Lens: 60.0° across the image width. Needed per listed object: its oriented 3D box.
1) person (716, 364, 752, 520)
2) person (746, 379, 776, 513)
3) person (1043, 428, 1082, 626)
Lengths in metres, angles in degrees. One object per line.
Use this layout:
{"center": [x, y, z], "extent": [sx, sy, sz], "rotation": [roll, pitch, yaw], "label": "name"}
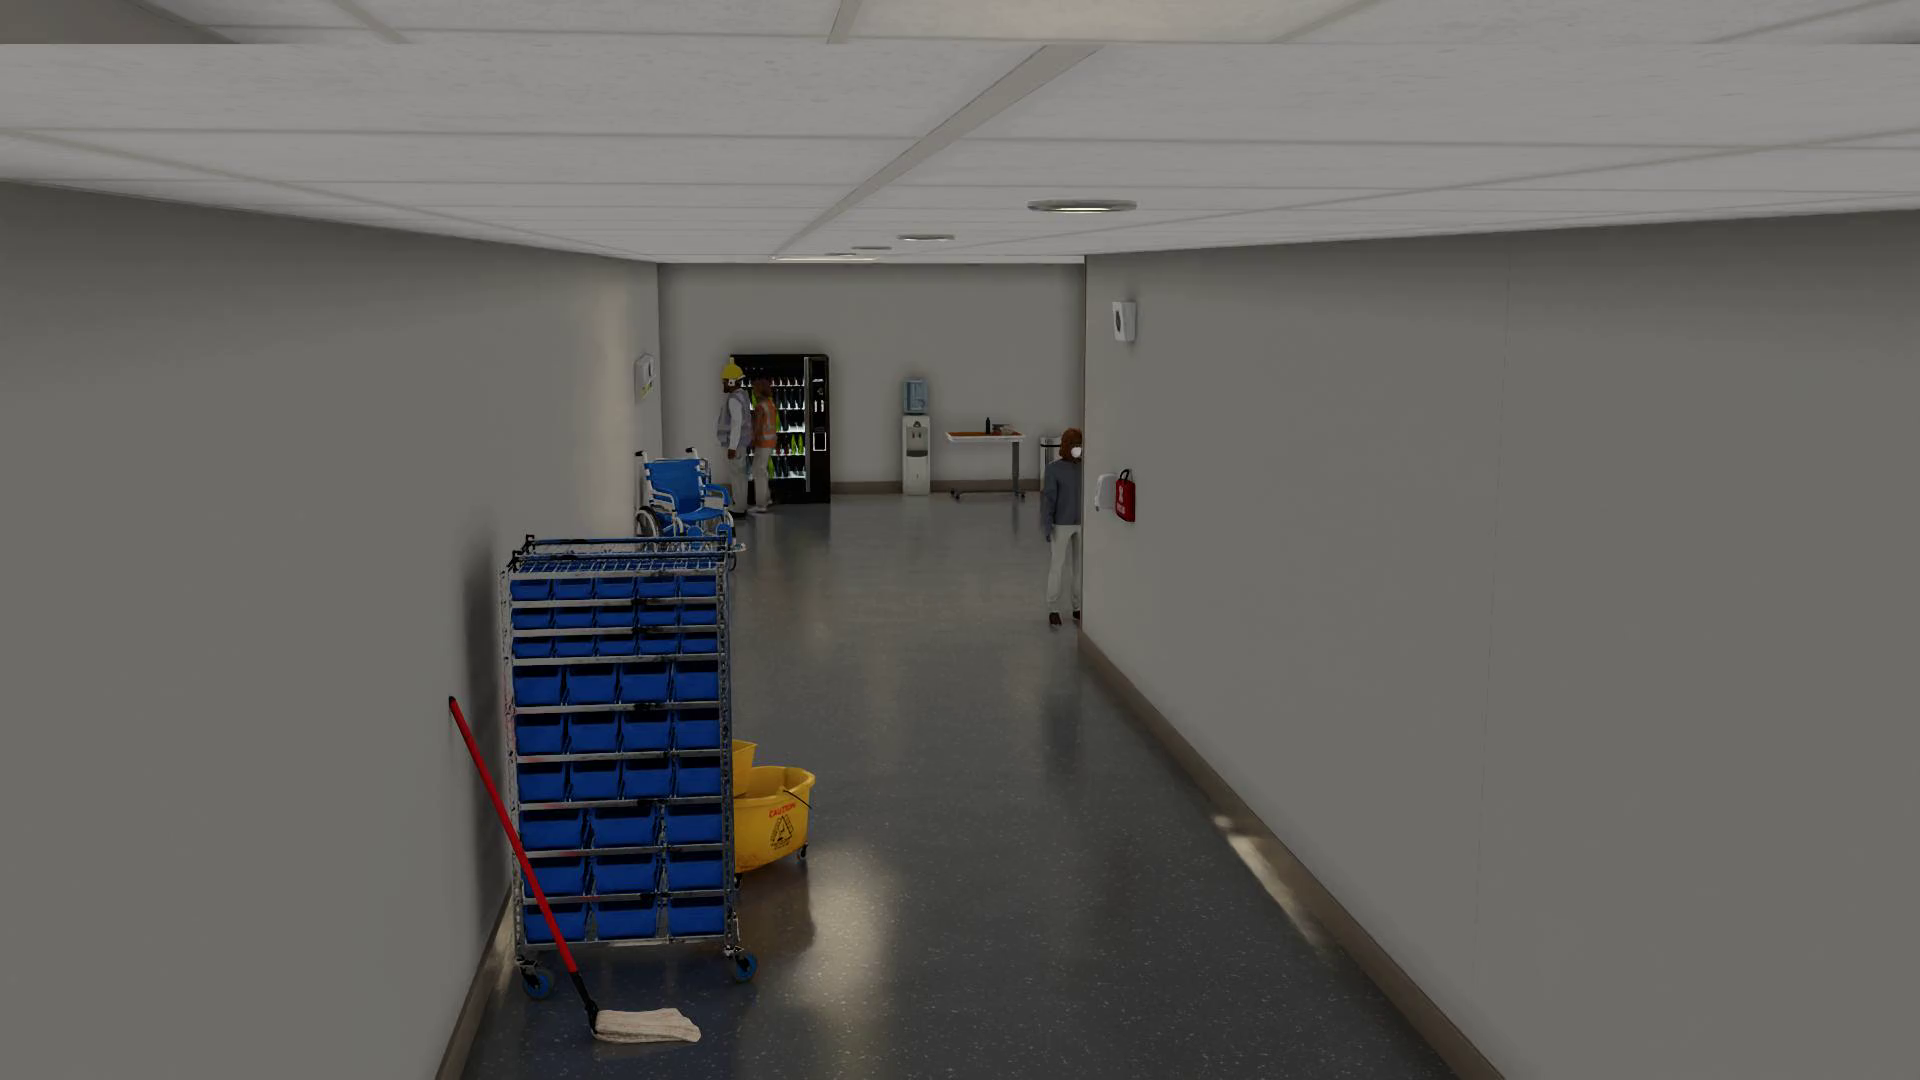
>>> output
{"center": [-2.651, -1.147, 19.525], "extent": [0.404, 1.832, 0.600], "rotation": [0, 9, 0], "label": "person"}
{"center": [-2.434, -1.131, 20.084], "extent": [0.435, 1.626, 0.523], "rotation": [1, 9, 6], "label": "person"}
{"center": [0.921, -0.113, 13.694], "extent": [0.507, 1.632, 0.264], "rotation": [-4, 10, -22], "label": "person"}
